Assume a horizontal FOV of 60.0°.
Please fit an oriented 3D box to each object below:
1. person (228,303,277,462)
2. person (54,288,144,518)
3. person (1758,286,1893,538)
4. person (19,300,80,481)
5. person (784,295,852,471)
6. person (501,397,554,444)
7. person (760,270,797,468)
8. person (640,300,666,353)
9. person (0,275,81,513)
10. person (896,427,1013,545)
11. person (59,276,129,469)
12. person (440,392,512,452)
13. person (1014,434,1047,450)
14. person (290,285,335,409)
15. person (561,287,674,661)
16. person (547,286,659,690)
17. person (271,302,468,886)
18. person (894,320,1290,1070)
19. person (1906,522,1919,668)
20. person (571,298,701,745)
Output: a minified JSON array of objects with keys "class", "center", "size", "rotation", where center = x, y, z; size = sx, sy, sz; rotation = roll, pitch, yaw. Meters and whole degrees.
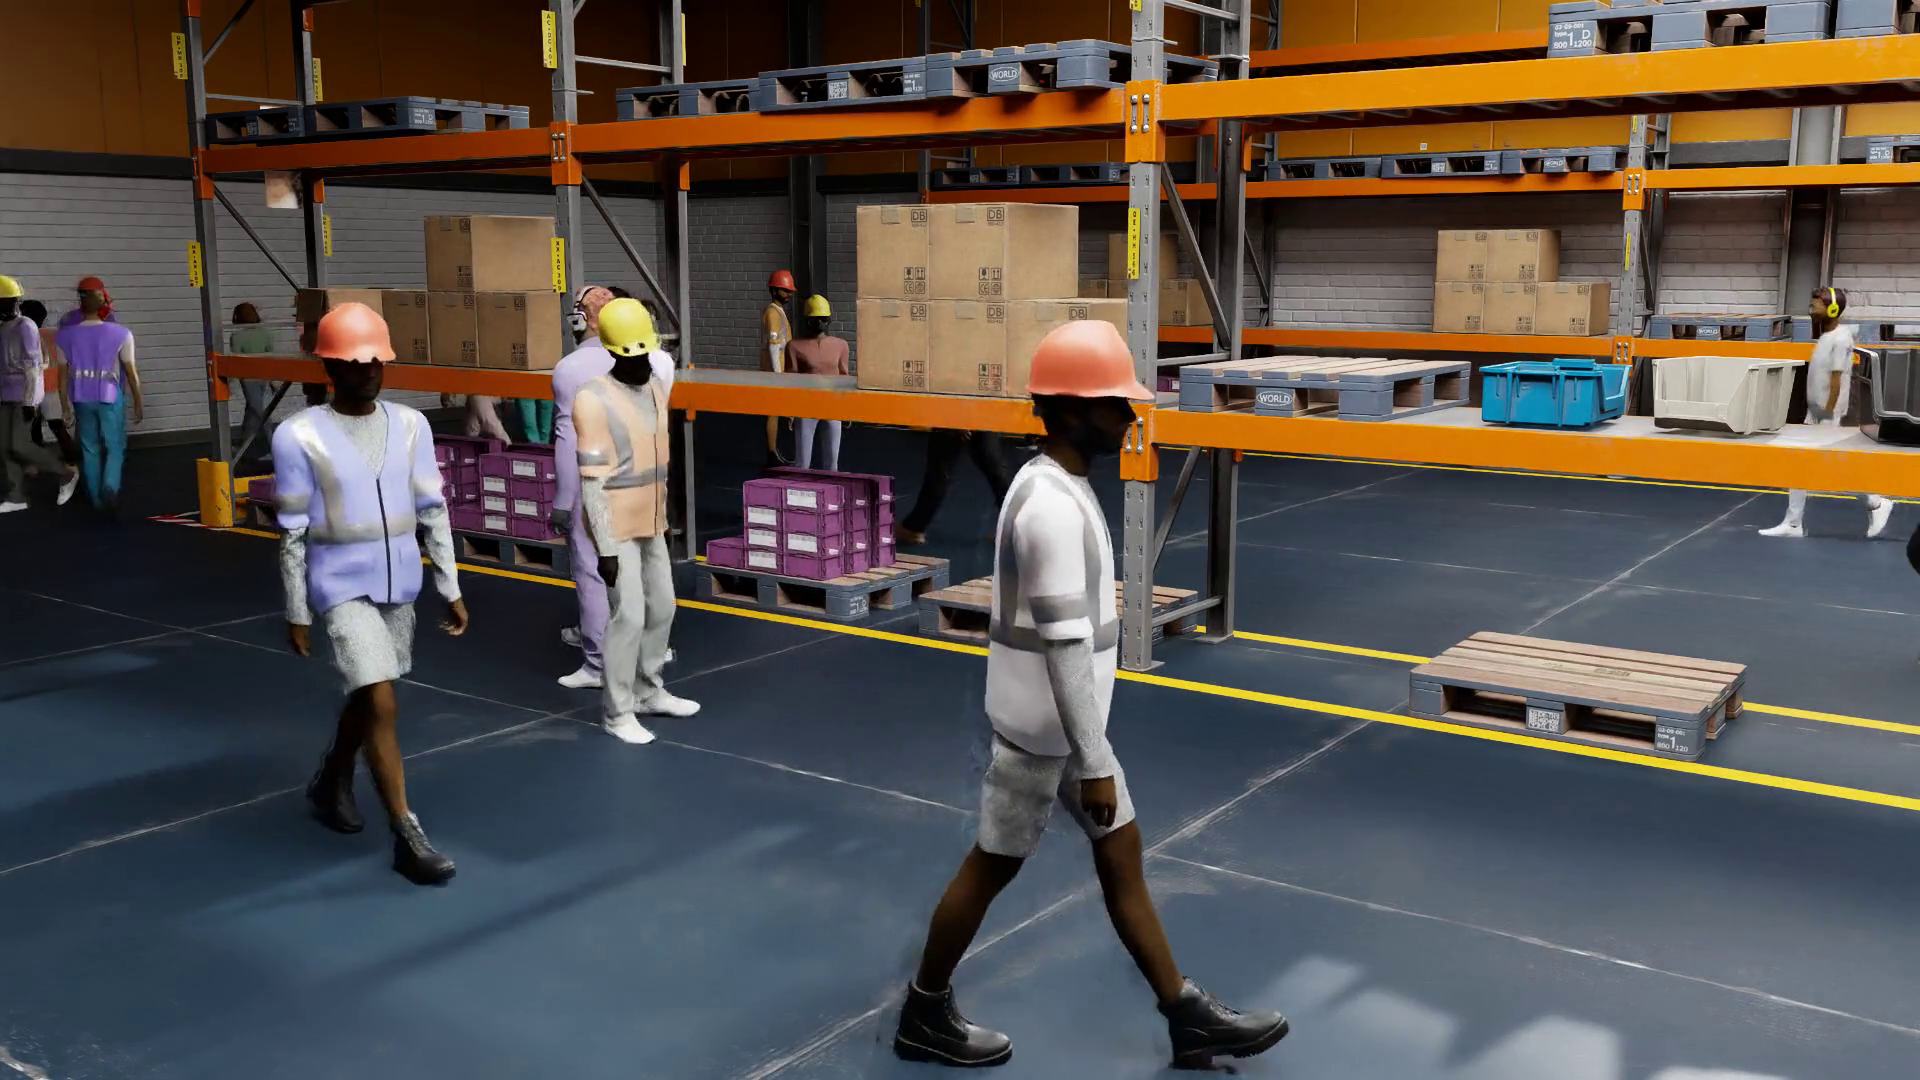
[{"class":"person","center":[-7.227,-1.590,16.819],"size":[0.825,1.583,0.523],"rotation":[3,10,18]},{"class":"person","center":[-6.779,-1.067,13.075],"size":[0.579,1.815,0.741],"rotation":[-2,10,-12]},{"class":"person","center":[6.318,-0.904,12.019],"size":[0.786,1.845,0.521],"rotation":[1,10,7]},{"class":"person","center":[-8.509,-1.366,15.280],"size":[0.762,1.653,0.545],"rotation":[-2,10,-11]},{"class":"person","center":[-1.076,-0.979,12.688],"size":[0.535,1.767,0.315],"rotation":[-4,10,-24]},{"class":"person","center":[-3.805,-1.301,14.775],"size":[0.545,1.715,0.888],"rotation":[-5,11,-27]},{"class":"person","center":[-1.755,-1.648,16.181],"size":[0.376,1.932,0.543],"rotation":[0,10,-1]},{"class":"person","center":[-3.544,-1.946,18.964],"size":[0.824,1.571,0.517],"rotation":[1,10,4]},{"class":"person","center":[-7.535,-1.164,13.368],"size":[0.602,1.911,0.579],"rotation":[8,12,38]},{"class":"person","center":[0.019,-0.968,11.806],"size":[1.035,2.000,0.699],"rotation":[4,10,24]},{"class":"person","center":[-8.527,-1.646,16.347],"size":[0.573,1.883,0.906],"rotation":[-1,10,-4]},{"class":"person","center":[-4.226,-1.371,14.573],"size":[1.017,1.926,0.718],"rotation":[2,10,11]},{"class":"person","center":[0.808,-1.952,17.884],"size":[0.361,1.963,0.616],"rotation":[9,13,44]},{"class":"person","center":[-5.785,-1.424,15.235],"size":[0.659,1.805,0.608],"rotation":[-3,10,-18]},{"class":"person","center":[-1.761,-0.342,8.539],"size":[0.594,1.883,0.875],"rotation":[-9,13,-42]},{"class":"person","center":[-1.716,-0.245,7.906],"size":[0.402,1.906,0.679],"rotation":[6,11,30]},{"class":"person","center":[-2.014,0.145,5.624],"size":[0.985,1.893,0.565],"rotation":[8,13,40]},{"class":"person","center":[0.287,0.416,4.038],"size":[1.012,1.879,0.563],"rotation":[1,10,9]},{"class":"person","center":[4.916,-0.322,8.145],"size":[0.449,1.972,0.621],"rotation":[6,11,34]},{"class":"person","center":[-1.344,-0.066,6.920],"size":[0.432,1.876,0.692],"rotation":[3,10,19]}]
